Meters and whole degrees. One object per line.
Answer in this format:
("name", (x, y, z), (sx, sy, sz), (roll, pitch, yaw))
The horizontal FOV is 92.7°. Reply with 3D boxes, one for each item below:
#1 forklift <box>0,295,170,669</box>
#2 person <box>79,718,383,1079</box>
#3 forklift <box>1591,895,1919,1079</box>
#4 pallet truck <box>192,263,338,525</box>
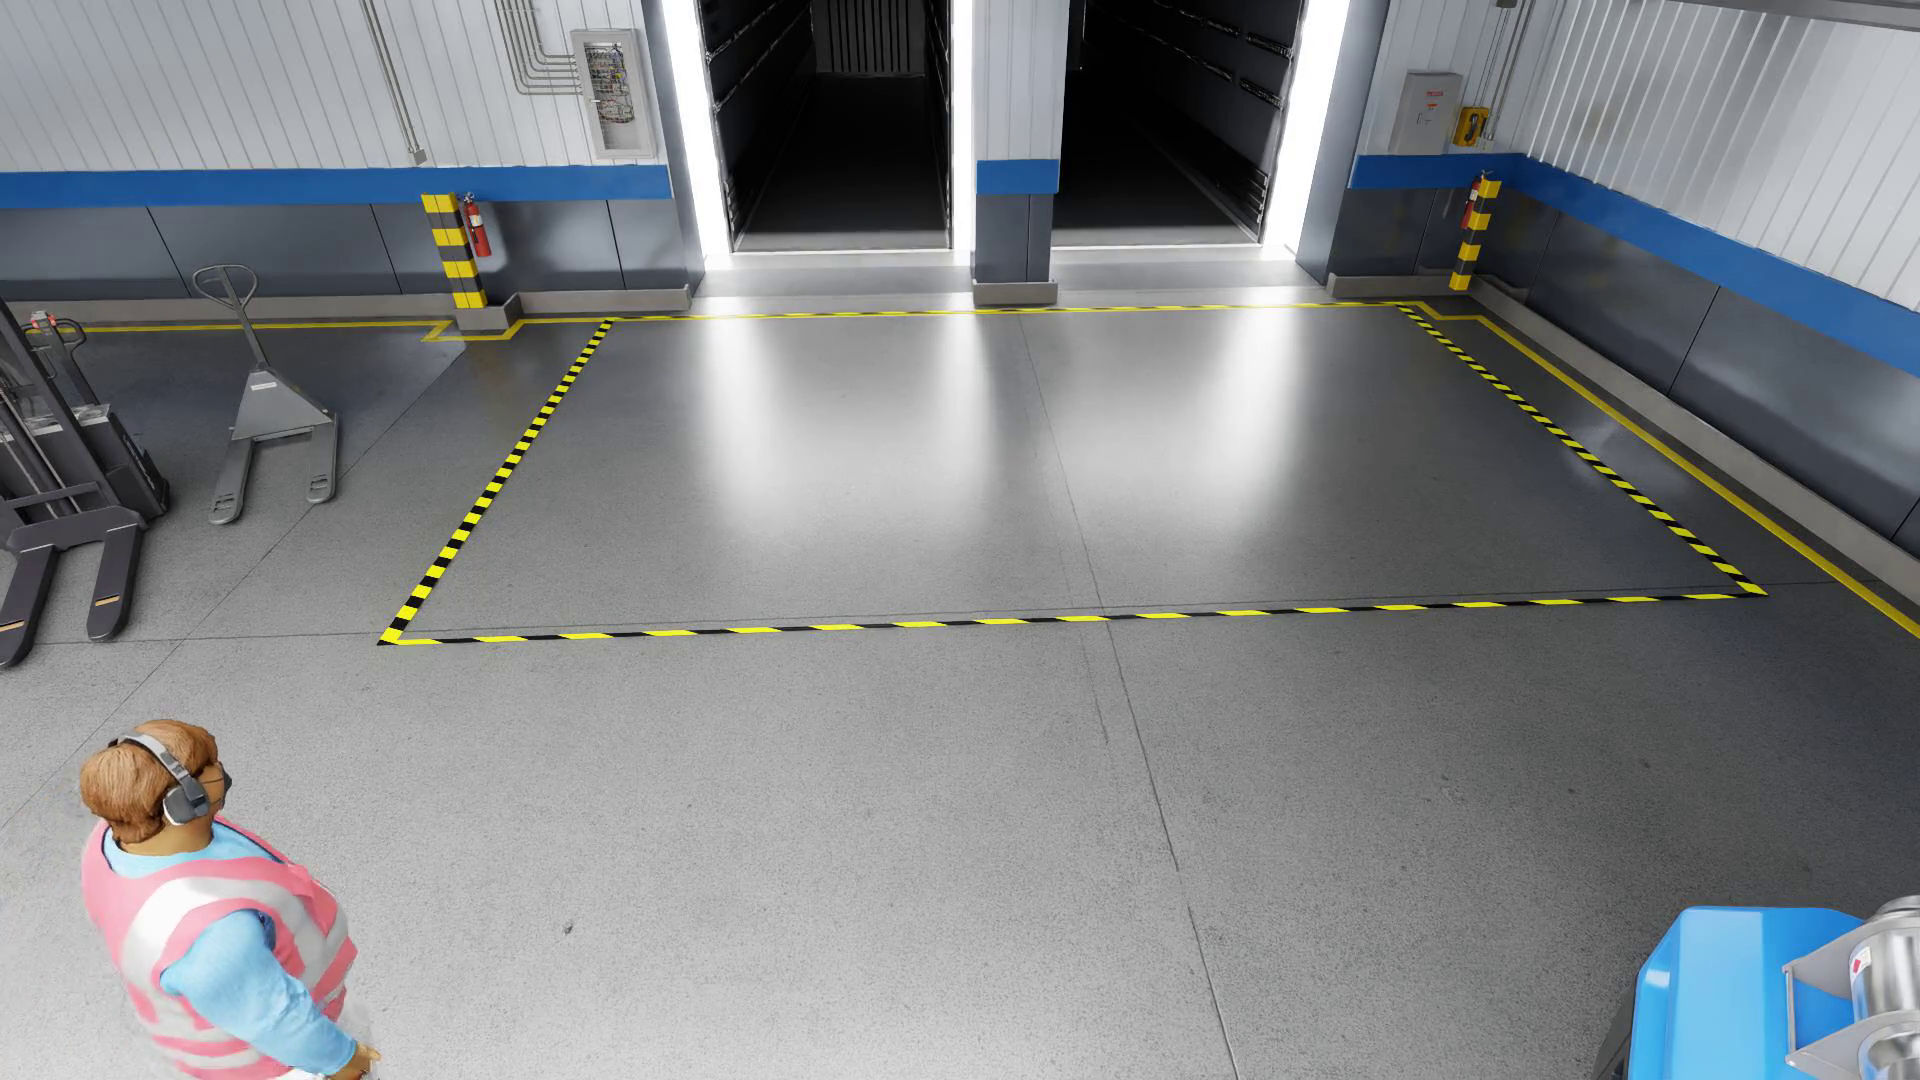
("forklift", (-5.212, -0.618, 4.878), (0.823, 1.965, 1.885), (-20, 39, -26))
("person", (-1.831, 1.258, 2.365), (0.675, 1.797, 0.577), (29, 44, 35))
("forklift", (2.922, 1.467, 1.572), (2.680, 2.036, 1.157), (22, 40, 28))
("pallet truck", (-4.778, -1.027, 6.128), (0.680, 1.201, 1.601), (-17, 38, -23))
